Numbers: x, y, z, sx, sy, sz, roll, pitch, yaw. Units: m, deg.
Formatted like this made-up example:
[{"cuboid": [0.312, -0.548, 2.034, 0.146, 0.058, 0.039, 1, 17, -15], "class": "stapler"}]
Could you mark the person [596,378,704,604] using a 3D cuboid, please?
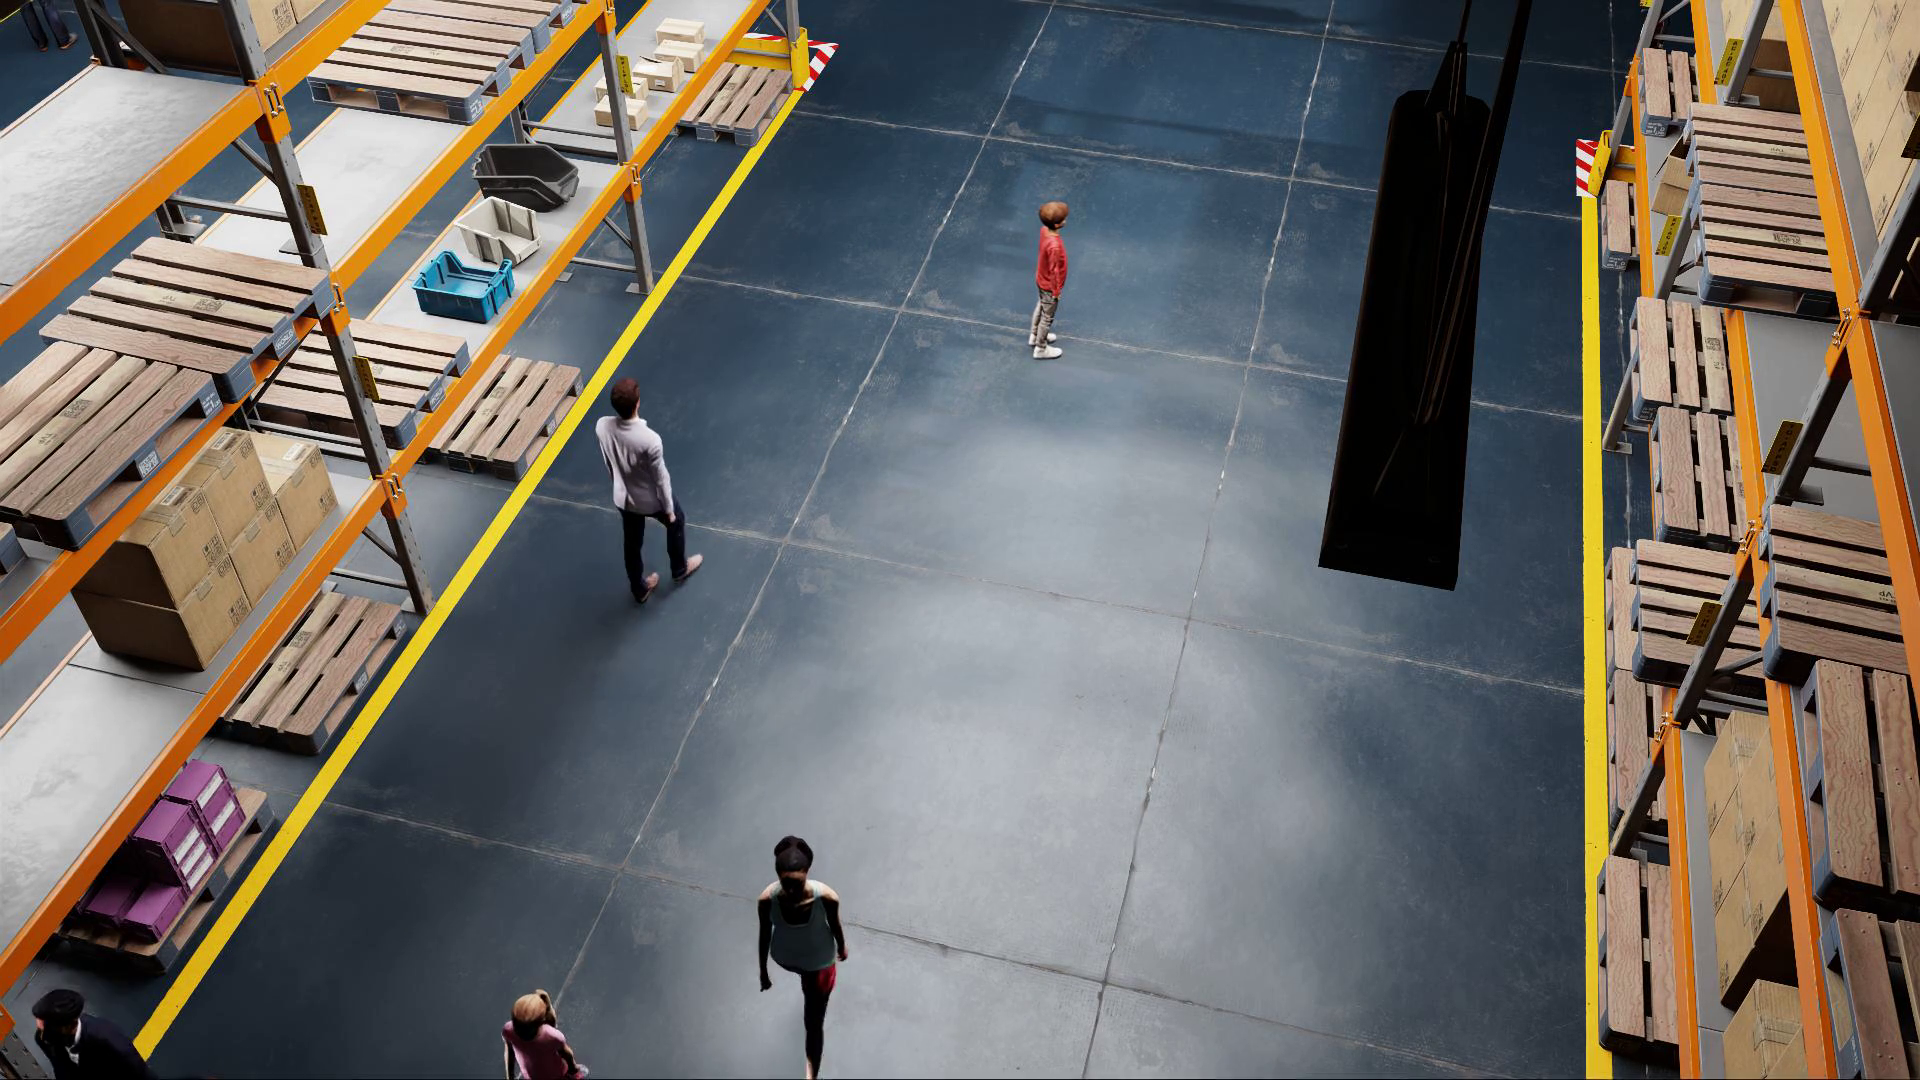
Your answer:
[{"cuboid": [-2.190, -0.259, 11.193, 0.793, 1.835, 0.874, 18, 46, 18], "class": "person"}]

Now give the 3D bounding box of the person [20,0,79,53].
[{"cuboid": [-9.702, -5.953, 17.181, 0.725, 1.820, 0.700, -5, 44, -5], "class": "person"}]

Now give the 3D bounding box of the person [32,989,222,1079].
[{"cuboid": [-4.115, 2.650, 8.248, 0.704, 1.686, 1.163, 13, 45, 14], "class": "person"}]

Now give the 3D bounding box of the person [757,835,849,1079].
[{"cuboid": [-0.822, 2.132, 8.774, 0.798, 1.711, 1.254, 2, 44, 2], "class": "person"}]

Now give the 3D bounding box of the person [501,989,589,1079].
[{"cuboid": [-2.121, 2.659, 8.556, 0.485, 1.248, 0.895, 11, 45, 11], "class": "person"}]

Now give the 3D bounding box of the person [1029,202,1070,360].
[{"cuboid": [0.715, -2.107, 13.439, 0.650, 1.413, 0.541, -7, 44, -8], "class": "person"}]
